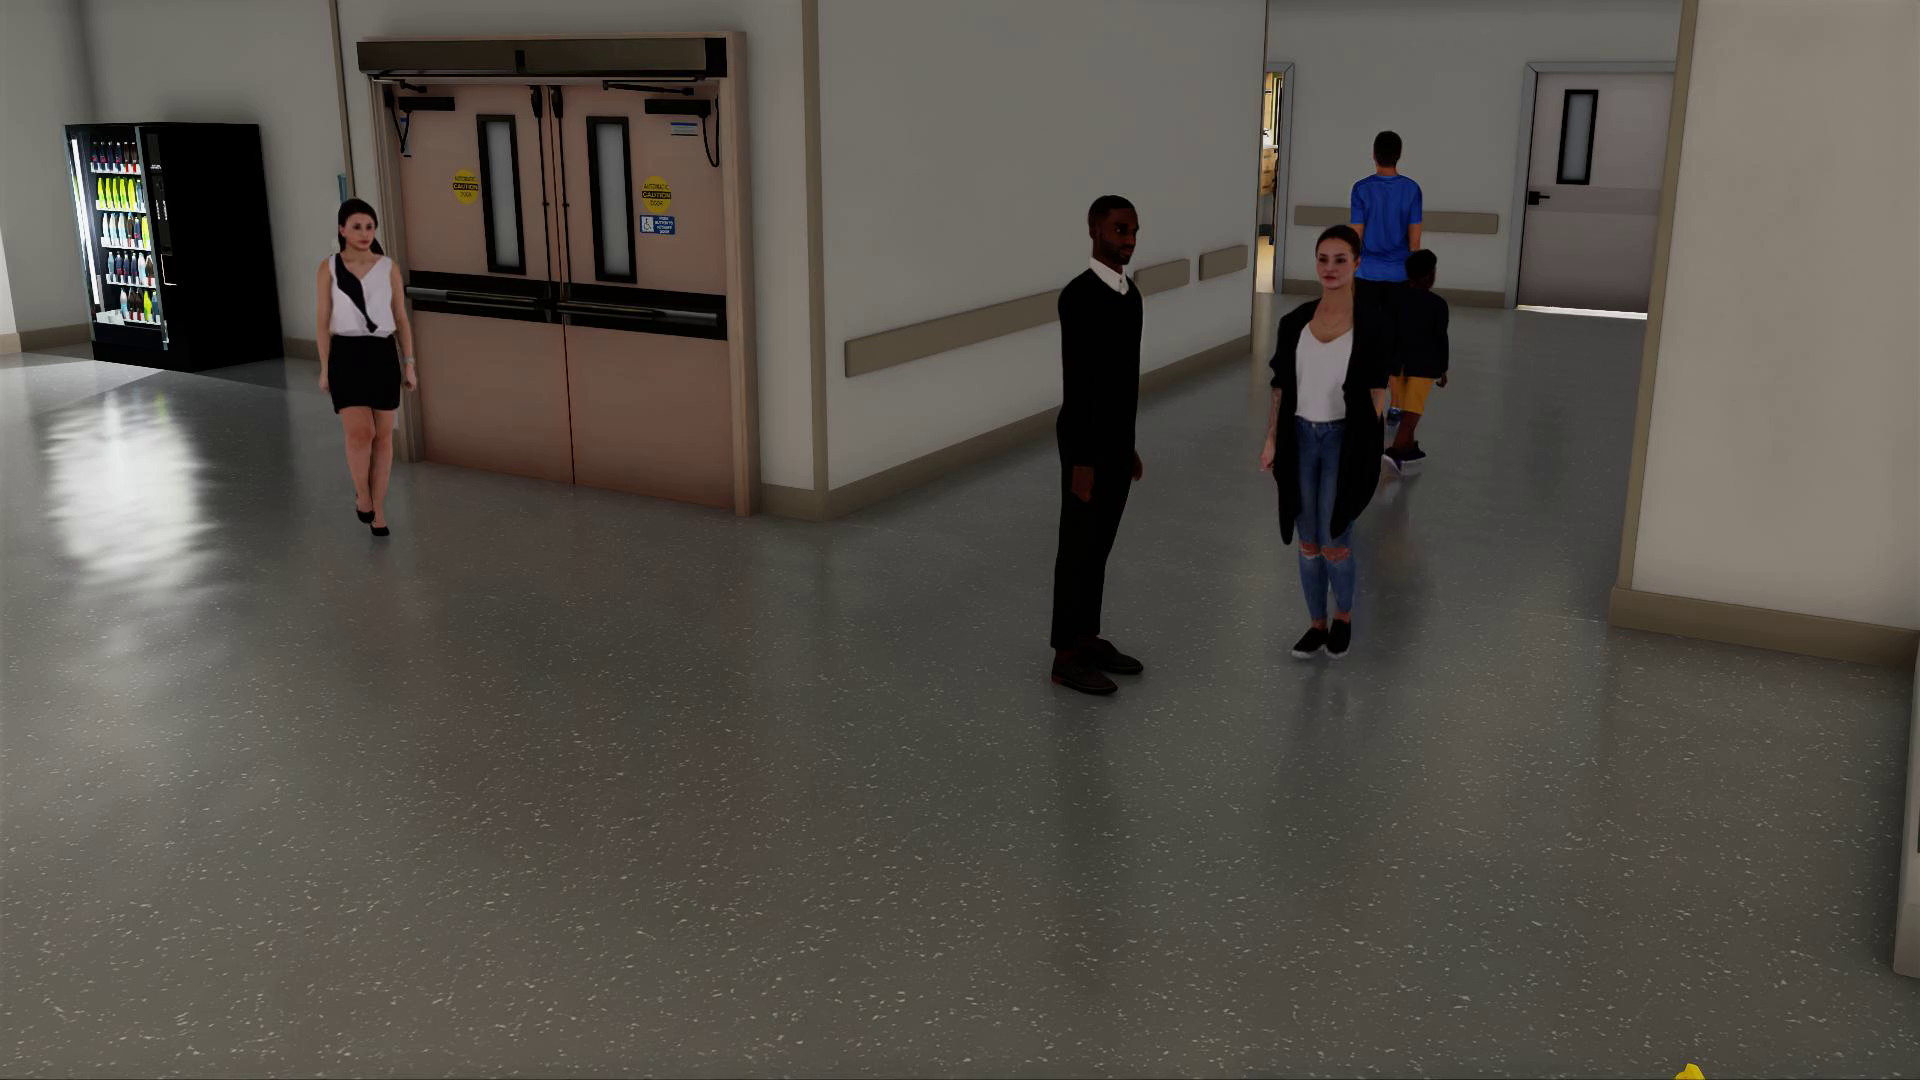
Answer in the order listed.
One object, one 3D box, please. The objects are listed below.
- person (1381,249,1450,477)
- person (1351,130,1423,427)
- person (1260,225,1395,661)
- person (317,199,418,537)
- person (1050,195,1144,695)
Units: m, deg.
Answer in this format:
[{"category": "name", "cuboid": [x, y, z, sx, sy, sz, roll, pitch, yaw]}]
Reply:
[{"category": "person", "cuboid": [2.539, -0.988, 9.389, 0.840, 1.255, 0.688, 13, 21, 39]}, {"category": "person", "cuboid": [2.707, -1.673, 10.687, 0.632, 1.870, 0.751, 2, 16, 6]}, {"category": "person", "cuboid": [1.436, -0.368, 6.414, 0.606, 1.676, 0.704, 10, 19, 32]}, {"category": "person", "cuboid": [-2.922, -0.828, 8.115, 0.687, 1.639, 0.714, -10, 19, -32]}, {"category": "person", "cuboid": [0.490, -0.361, 6.145, 0.533, 1.809, 0.631, 9, 18, 30]}]
